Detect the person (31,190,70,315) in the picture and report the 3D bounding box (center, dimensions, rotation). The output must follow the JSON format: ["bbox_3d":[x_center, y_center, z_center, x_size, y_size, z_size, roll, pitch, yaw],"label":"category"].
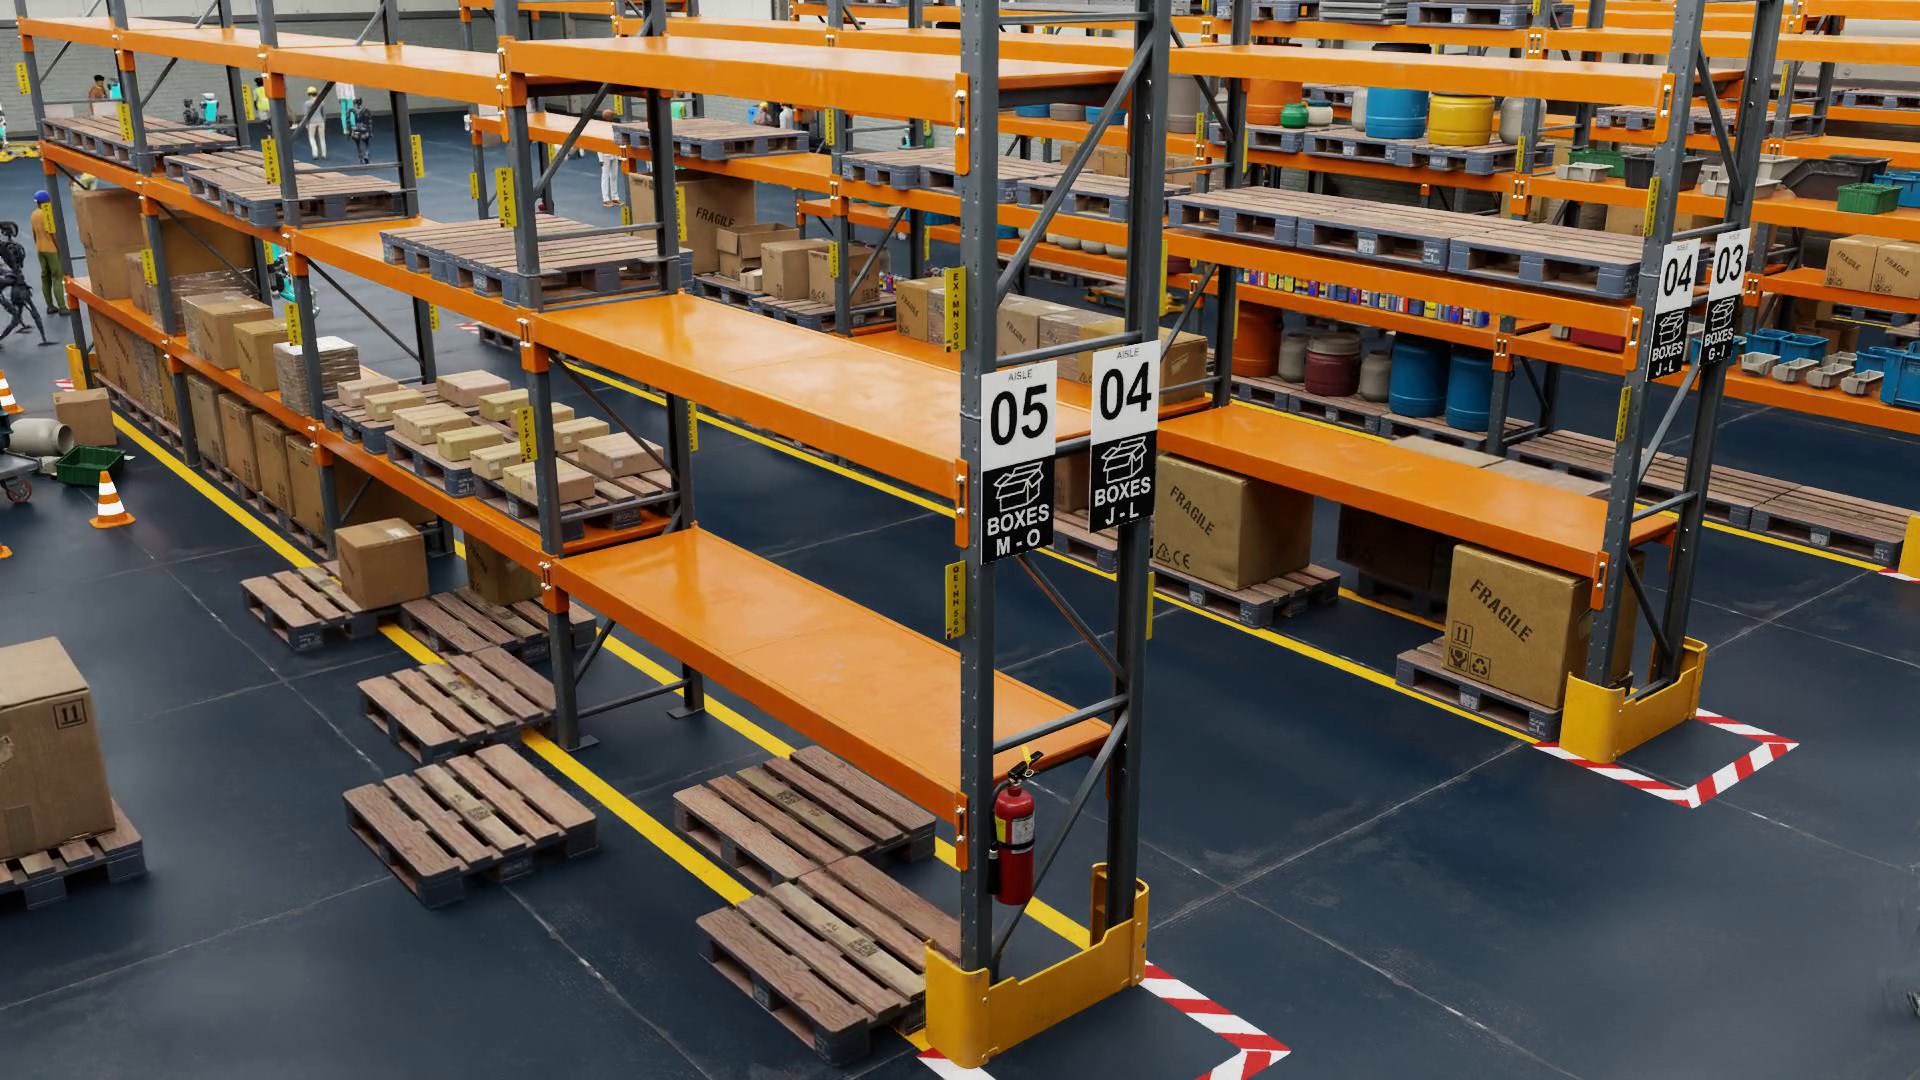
[{"bbox_3d":[-12.616,-3.992,23.111,0.459,1.717,0.368,10,22,25],"label":"person"}]

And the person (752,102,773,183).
[{"bbox_3d":[-4.401,-8.778,36.735,0.613,1.711,0.735,-6,20,-16],"label":"person"}]

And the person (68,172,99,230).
[{"bbox_3d":[-15.826,-6.519,30.106,0.439,1.856,0.638,13,23,33],"label":"person"}]

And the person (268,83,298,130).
[{"bbox_3d":[-19.585,-12.724,47.803,0.505,1.818,0.964,15,24,37],"label":"person"}]

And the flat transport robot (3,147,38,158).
[{"bbox_3d":[-23.668,-9.581,41.203,1.431,0.231,0.659,-10,22,-27],"label":"flat transport robot"}]

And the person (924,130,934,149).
[{"bbox_3d":[-0.691,-7.424,32.841,0.471,1.743,0.336,-17,26,-40],"label":"person"}]

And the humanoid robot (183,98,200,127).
[{"bbox_3d":[-17.802,-9.429,38.638,0.321,1.648,0.613,3,20,9],"label":"humanoid robot"}]

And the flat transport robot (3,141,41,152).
[{"bbox_3d":[-23.935,-10.086,42.640,1.431,0.231,0.659,2,19,7],"label":"flat transport robot"}]

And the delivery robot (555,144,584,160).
[{"bbox_3d":[-9.665,-9.661,41.024,0.499,0.611,0.814,7,21,19],"label":"delivery robot"}]

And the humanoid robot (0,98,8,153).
[{"bbox_3d":[-23.565,-10.143,40.590,0.530,1.761,0.796,-13,23,-33],"label":"humanoid robot"}]

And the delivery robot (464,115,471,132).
[{"bbox_3d":[-13.910,-11.979,47.549,0.499,0.564,0.737,-12,23,-31],"label":"delivery robot"}]

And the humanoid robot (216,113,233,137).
[{"bbox_3d":[-15.502,-8.195,35.173,0.705,1.631,0.595,-3,20,-9],"label":"humanoid robot"}]

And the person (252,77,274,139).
[{"bbox_3d":[-18.842,-11.680,45.055,0.547,1.664,0.569,-12,23,-31],"label":"person"}]

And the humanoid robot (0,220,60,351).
[{"bbox_3d":[-11.985,-3.226,21.075,0.778,1.636,0.584,-10,22,-27],"label":"humanoid robot"}]

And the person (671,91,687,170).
[{"bbox_3d":[-6.393,-9.370,38.027,0.388,1.977,0.489,-18,26,-41],"label":"person"}]

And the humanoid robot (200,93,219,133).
[{"bbox_3d":[-17.827,-9.646,39.193,1.034,1.720,0.541,6,20,17],"label":"humanoid robot"}]

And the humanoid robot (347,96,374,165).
[{"bbox_3d":[-14.120,-9.582,39.083,0.601,1.648,0.444,-3,20,-9],"label":"humanoid robot"}]

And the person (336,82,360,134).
[{"bbox_3d":[-17.232,-12.382,46.697,0.498,1.912,0.351,2,19,5],"label":"person"}]

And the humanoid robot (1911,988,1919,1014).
[{"bbox_3d":[4.854,1.497,7.569,0.858,1.854,0.554,7,20,19],"label":"humanoid robot"}]

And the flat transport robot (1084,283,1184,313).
[{"bbox_3d":[2.475,-3.433,23.705,0.659,0.231,1.431,-13,23,-33],"label":"flat transport robot"}]

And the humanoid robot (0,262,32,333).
[{"bbox_3d":[-12.661,-3.455,21.731,0.590,1.624,0.807,16,25,39],"label":"humanoid robot"}]

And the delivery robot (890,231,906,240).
[{"bbox_3d":[-0.873,-5.626,29.544,0.807,0.613,0.499,-16,25,-38],"label":"delivery robot"}]

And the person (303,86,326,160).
[{"bbox_3d":[-15.764,-10.198,40.708,0.540,1.766,0.319,-16,25,-38],"label":"person"}]

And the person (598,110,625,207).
[{"bbox_3d":[-6.982,-7.616,33.178,0.356,1.884,0.573,13,23,33],"label":"person"}]

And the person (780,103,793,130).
[{"bbox_3d":[-3.793,-8.823,36.597,0.374,1.896,0.571,10,22,27],"label":"person"}]

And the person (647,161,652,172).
[{"bbox_3d":[-5.045,-5.950,28.314,0.611,1.963,0.362,16,25,38],"label":"person"}]

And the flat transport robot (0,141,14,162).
[{"bbox_3d":[-23.868,-9.305,40.419,1.431,0.231,0.659,-6,20,-15],"label":"flat transport robot"}]

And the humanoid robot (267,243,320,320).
[{"bbox_3d":[-8.370,-3.266,20.859,0.742,1.689,0.531,-2,19,-7],"label":"humanoid robot"}]

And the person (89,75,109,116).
[{"bbox_3d":[-22.688,-11.363,43.920,0.626,1.827,0.805,3,20,9],"label":"person"}]

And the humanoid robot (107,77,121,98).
[{"bbox_3d":[-22.209,-11.223,43.654,0.532,1.772,0.783,5,20,13],"label":"humanoid robot"}]

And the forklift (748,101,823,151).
[{"bbox_3d":[-4.526,-11.368,42.374,1.129,2.768,1.873,-15,24,-37],"label":"forklift"}]

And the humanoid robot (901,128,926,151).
[{"bbox_3d":[-1.002,-6.781,31.050,0.564,1.787,0.845,13,23,32],"label":"humanoid robot"}]
